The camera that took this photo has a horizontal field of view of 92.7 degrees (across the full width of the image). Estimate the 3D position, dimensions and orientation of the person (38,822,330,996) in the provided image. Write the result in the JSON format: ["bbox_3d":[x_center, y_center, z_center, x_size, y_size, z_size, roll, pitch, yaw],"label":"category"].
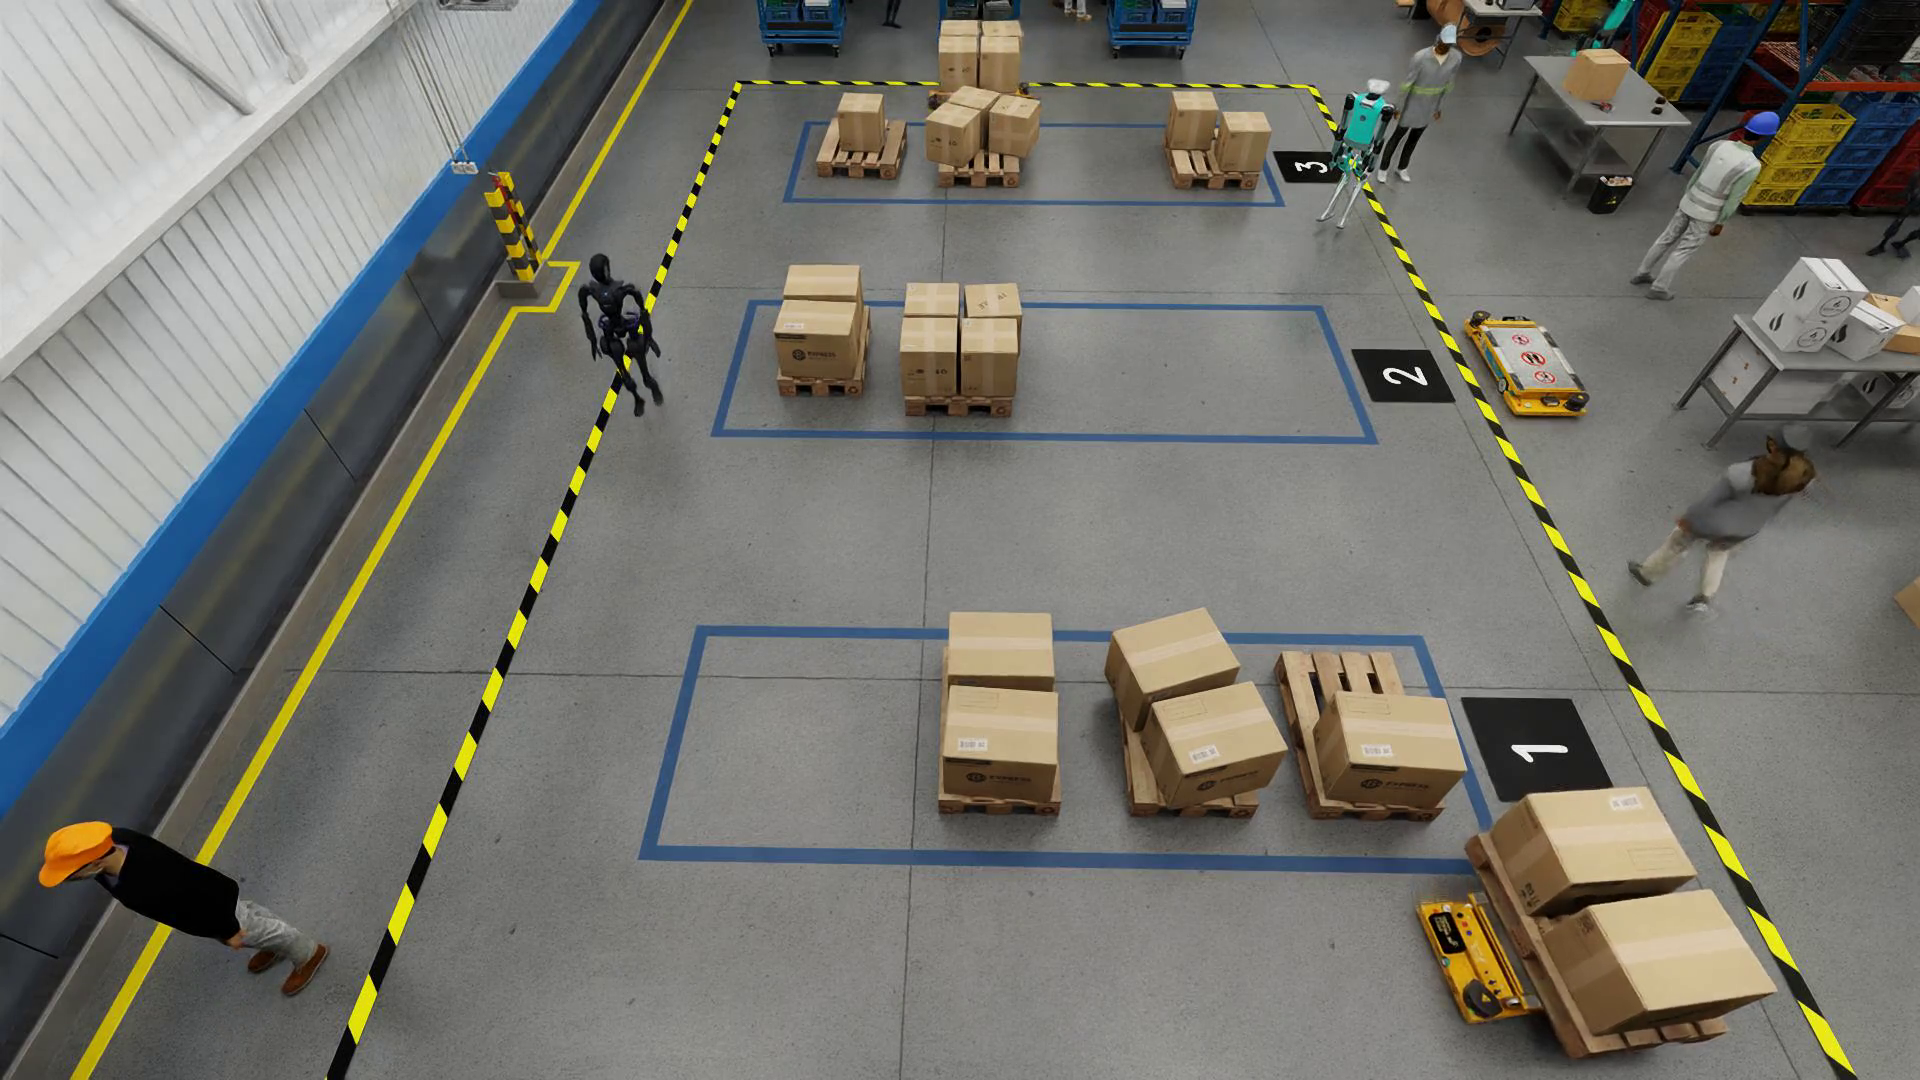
[{"bbox_3d":[-3.993,1.933,4.792,0.589,1.883,0.383,22,53,18],"label":"person"}]

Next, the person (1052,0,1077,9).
[{"bbox_3d":[1.804,-9.708,14.842,0.628,1.931,0.375,-33,57,-25],"label":"person"}]

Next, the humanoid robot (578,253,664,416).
[{"bbox_3d":[-3.010,-1.792,8.152,0.609,1.643,0.335,-7,49,-6],"label":"humanoid robot"}]

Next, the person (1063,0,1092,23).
[{"bbox_3d":[1.919,-9.238,14.489,0.429,1.841,0.633,-35,57,-26],"label":"person"}]

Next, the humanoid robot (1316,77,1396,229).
[{"bbox_3d":[4.483,-4.350,10.241,0.533,1.673,0.735,33,57,25],"label":"humanoid robot"}]

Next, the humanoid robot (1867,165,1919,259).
[{"bbox_3d":[10.541,-3.795,9.885,0.600,1.633,0.417,18,51,15],"label":"humanoid robot"}]

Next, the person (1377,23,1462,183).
[{"bbox_3d":[5.528,-5.201,10.987,0.596,1.850,0.398,-2,49,-2],"label":"person"}]

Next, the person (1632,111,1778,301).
[{"bbox_3d":[7.603,-3.387,9.363,0.419,1.939,0.604,-6,49,-5],"label":"person"}]

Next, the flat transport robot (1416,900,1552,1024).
[{"bbox_3d":[3.563,2.397,5.440,1.431,0.197,0.652,-6,49,-5],"label":"flat transport robot"}]

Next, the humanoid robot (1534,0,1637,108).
[{"bbox_3d":[8.403,-6.840,12.489,0.545,1.759,0.969,-23,53,-18],"label":"humanoid robot"}]

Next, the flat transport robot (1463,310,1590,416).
[{"bbox_3d":[5.573,-1.757,9.054,0.659,0.231,1.431,1,49,1],"label":"flat transport robot"}]

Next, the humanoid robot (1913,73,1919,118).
[{"bbox_3d":[12.312,-5.654,11.479,0.662,1.827,0.541,-9,50,-8],"label":"humanoid robot"}]

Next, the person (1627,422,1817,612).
[{"bbox_3d":[5.581,-0.138,6.668,0.581,1.774,0.448,6,49,5],"label":"person"}]

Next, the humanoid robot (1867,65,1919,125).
[{"bbox_3d":[12.558,-6.132,11.905,0.652,1.857,0.542,9,50,8],"label":"humanoid robot"}]

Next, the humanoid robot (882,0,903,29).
[{"bbox_3d":[-1.067,-8.931,14.336,0.447,1.645,0.603,5,49,4],"label":"humanoid robot"}]

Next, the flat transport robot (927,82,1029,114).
[{"bbox_3d":[0.265,-6.226,12.904,1.431,0.197,0.652,1,49,1],"label":"flat transport robot"}]
